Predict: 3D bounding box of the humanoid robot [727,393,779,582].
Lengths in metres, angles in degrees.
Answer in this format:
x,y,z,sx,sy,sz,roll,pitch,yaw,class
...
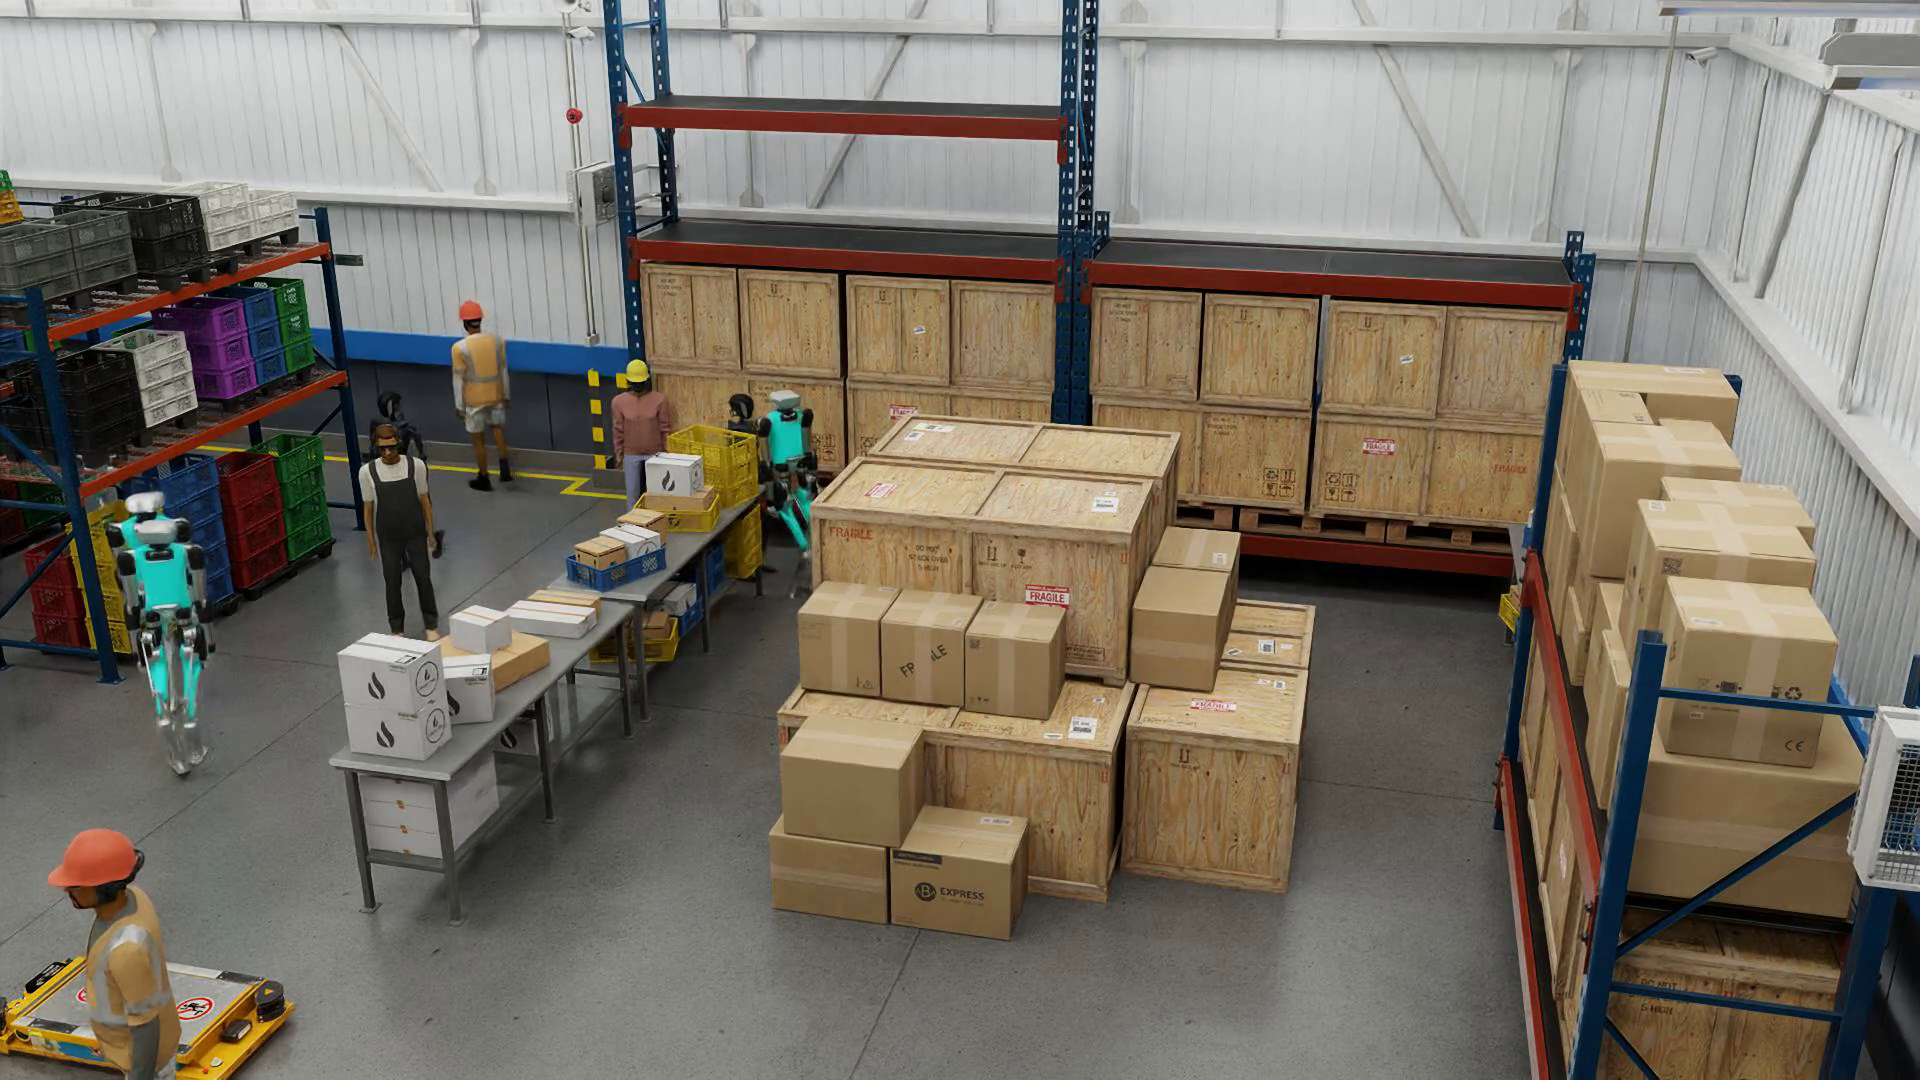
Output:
x,y,z,sx,sy,sz,roll,pitch,yaw,class
-1.812,-0.445,14.223,0.367,1.647,0.588,5,22,14,humanoid robot

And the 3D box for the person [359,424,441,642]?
x,y,z,sx,sy,sz,roll,pitch,yaw,class
-4.349,-0.031,12.941,0.505,1.838,0.336,-9,23,-21,person

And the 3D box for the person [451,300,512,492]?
x,y,z,sx,sy,sz,roll,pitch,yaw,class
-4.719,-1.415,16.427,0.591,1.922,0.409,-15,26,-34,person

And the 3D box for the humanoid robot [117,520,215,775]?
x,y,z,sx,sy,sz,roll,pitch,yaw,class
-5.166,0.794,10.912,0.555,1.784,0.730,-7,22,-18,humanoid robot

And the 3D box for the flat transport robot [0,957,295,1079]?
x,y,z,sx,sy,sz,roll,pitch,yaw,class
-4.270,2.464,8.601,1.431,0.231,0.659,5,22,13,flat transport robot

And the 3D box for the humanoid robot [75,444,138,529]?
x,y,z,sx,sy,sz,roll,pitch,yaw,class
-7.585,-0.681,14.736,0.559,1.757,0.761,-5,21,-12,humanoid robot

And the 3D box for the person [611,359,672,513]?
x,y,z,sx,sy,sz,roll,pitch,yaw,class
-2.850,-0.778,14.995,0.526,1.759,0.337,-3,21,-7,person

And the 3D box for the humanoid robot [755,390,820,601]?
x,y,z,sx,sy,sz,roll,pitch,yaw,class
-1.291,-0.322,13.826,0.537,1.784,0.779,-16,26,-36,humanoid robot

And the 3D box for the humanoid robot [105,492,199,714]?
x,y,z,sx,sy,sz,roll,pitch,yaw,class
-5.648,0.443,11.869,0.534,1.807,0.777,-6,22,-14,humanoid robot

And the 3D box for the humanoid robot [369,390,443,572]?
x,y,z,sx,sy,sz,roll,pitch,yaw,class
-4.823,-0.540,14.480,0.612,1.641,0.494,7,22,18,humanoid robot

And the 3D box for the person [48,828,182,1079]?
x,y,z,sx,sy,sz,roll,pitch,yaw,class
-3.481,2.119,7.014,0.365,2.048,0.607,-12,24,-28,person
